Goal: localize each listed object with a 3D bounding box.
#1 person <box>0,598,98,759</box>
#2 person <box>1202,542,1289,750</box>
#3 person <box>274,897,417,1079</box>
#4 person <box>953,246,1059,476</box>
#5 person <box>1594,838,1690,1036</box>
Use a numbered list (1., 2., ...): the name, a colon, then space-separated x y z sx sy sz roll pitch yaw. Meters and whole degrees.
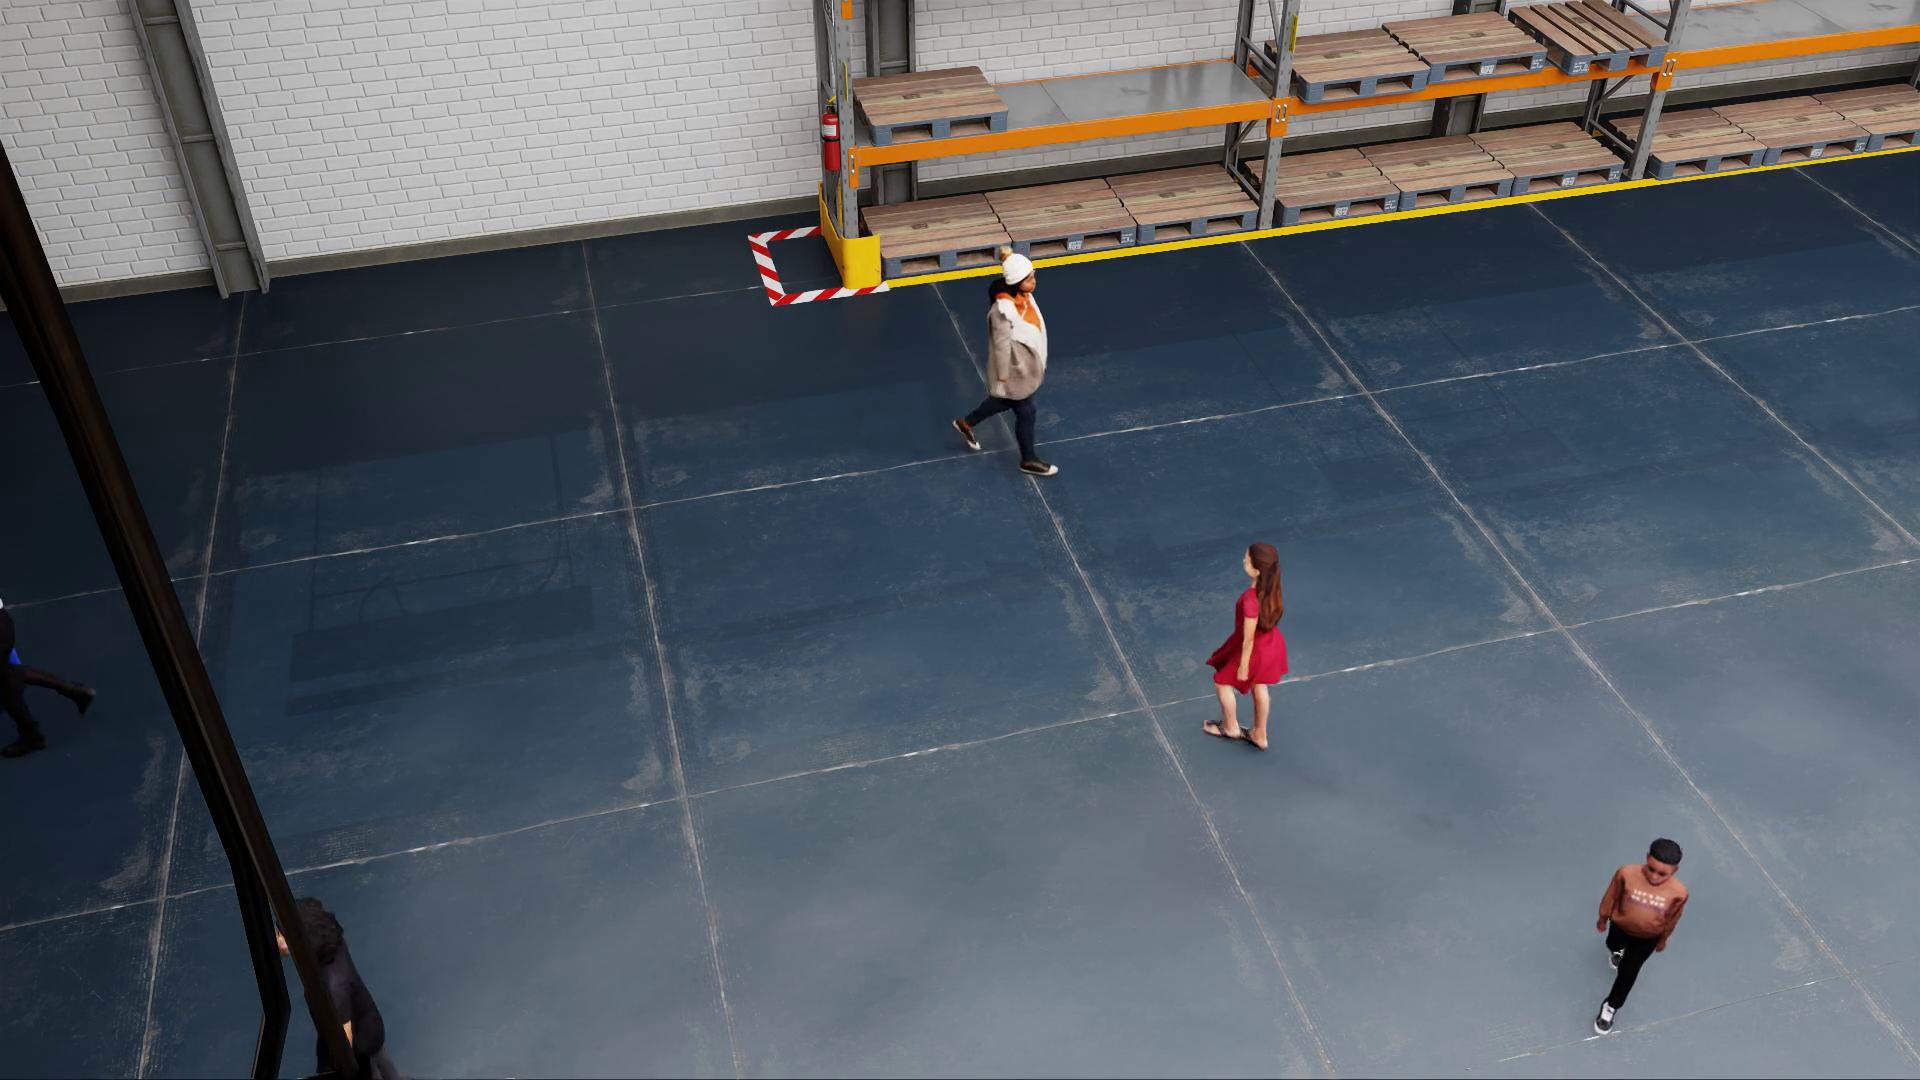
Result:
1. person: -5.690 0.587 9.964 0.872 1.766 0.666 -13 40 -16
2. person: 1.844 0.685 10.024 0.778 1.537 0.721 25 45 28
3. person: -2.784 2.262 7.826 1.053 1.816 0.863 -23 44 -26
4. person: 0.322 -1.338 12.291 1.204 1.870 0.997 8 39 10
5. person: 3.538 1.961 8.670 0.862 1.233 0.939 22 44 25
